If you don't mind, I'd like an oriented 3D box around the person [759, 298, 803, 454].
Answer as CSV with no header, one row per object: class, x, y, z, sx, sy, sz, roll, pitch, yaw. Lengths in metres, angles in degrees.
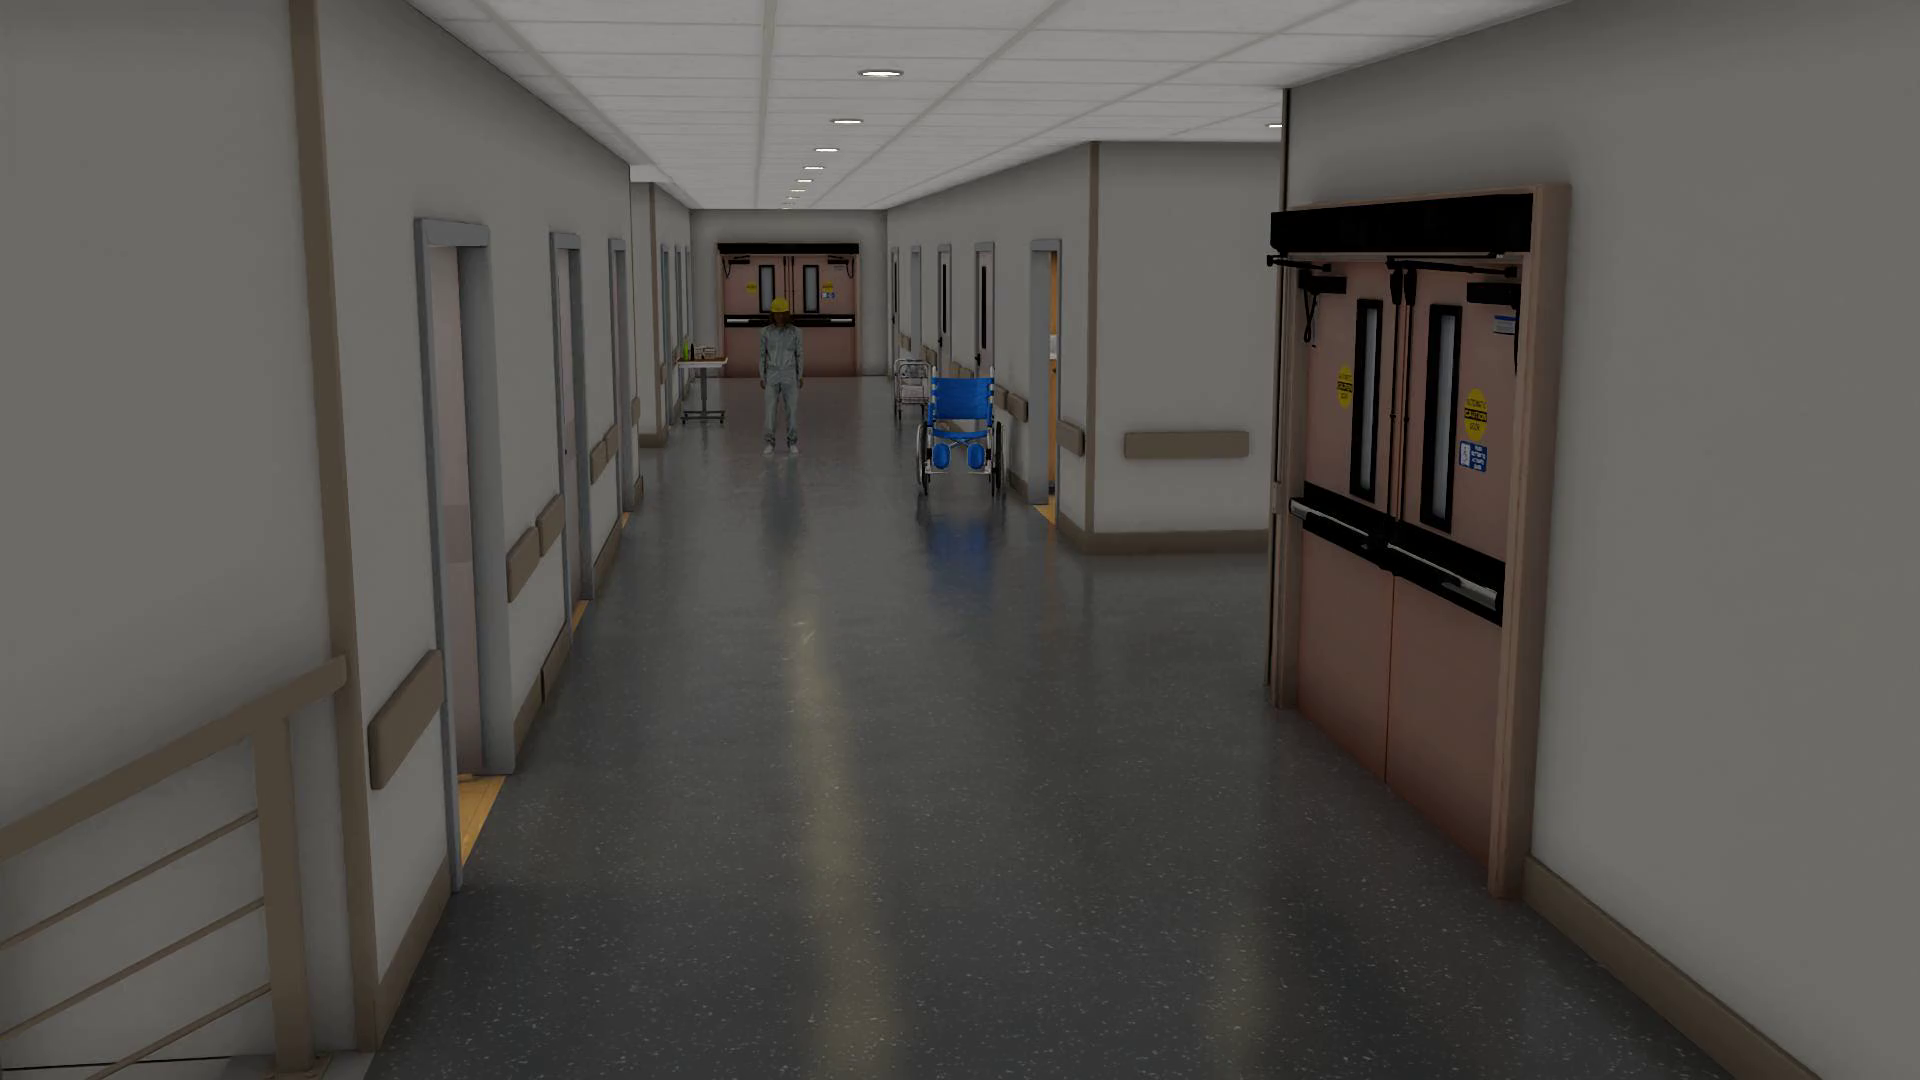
person,-1.984,-1.814,18.467,0.493,1.741,0.309,-1,10,-7
